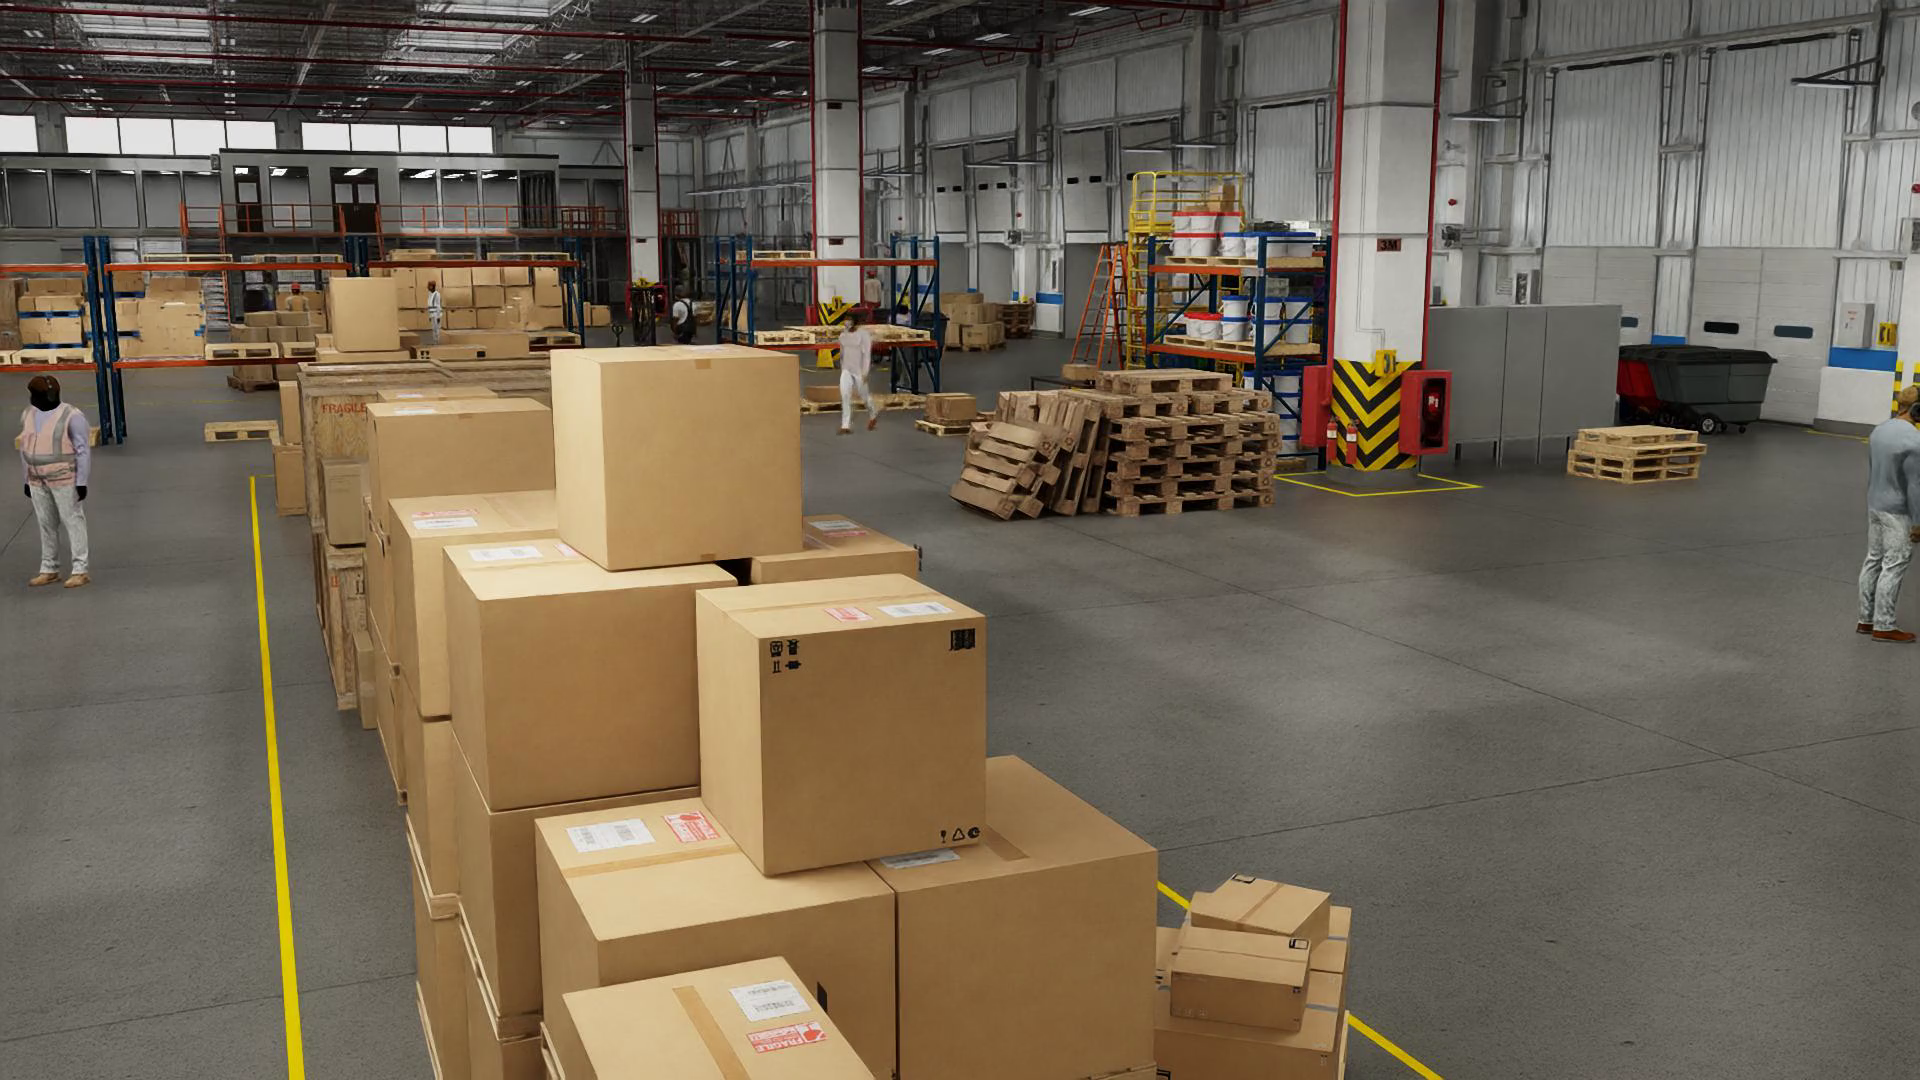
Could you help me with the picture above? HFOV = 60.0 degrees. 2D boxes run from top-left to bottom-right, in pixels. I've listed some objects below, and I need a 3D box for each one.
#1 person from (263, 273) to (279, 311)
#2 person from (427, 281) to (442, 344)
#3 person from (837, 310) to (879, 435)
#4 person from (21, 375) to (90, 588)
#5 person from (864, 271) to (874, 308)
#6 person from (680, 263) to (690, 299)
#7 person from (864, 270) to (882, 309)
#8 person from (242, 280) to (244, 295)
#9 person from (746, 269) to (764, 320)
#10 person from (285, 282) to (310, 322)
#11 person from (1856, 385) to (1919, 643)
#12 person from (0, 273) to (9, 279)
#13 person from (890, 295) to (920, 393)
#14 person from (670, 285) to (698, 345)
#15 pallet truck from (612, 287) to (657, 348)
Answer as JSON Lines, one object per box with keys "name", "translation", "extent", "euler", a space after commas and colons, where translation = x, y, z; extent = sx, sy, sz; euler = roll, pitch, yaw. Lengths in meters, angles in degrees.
{"name": "person", "translation": [-22.532, -7.806, 54.463], "extent": [0.800, 1.883, 0.605], "euler": [4, 11, 23]}
{"name": "person", "translation": [-14.052, -5.999, 44.535], "extent": [0.353, 1.877, 0.573], "euler": [-9, 14, -40]}
{"name": "person", "translation": [-1.576, -2.589, 25.633], "extent": [0.628, 1.916, 0.884], "euler": [6, 12, 29]}
{"name": "person", "translation": [-7.804, -0.501, 14.330], "extent": [0.619, 1.839, 0.430], "euler": [2, 11, 12]}
{"name": "person", "translation": [-3.217, -8.834, 60.302], "extent": [0.520, 1.830, 0.952], "euler": [-5, 12, -28]}
{"name": "person", "translation": [-12.915, -12.073, 78.090], "extent": [0.430, 1.845, 0.624], "euler": [4, 11, 20]}
{"name": "person", "translation": [-2.874, -7.868, 54.600], "extent": [0.615, 1.959, 0.889], "euler": [0, 10, -1]}
{"name": "person", "translation": [-30.426, -10.765, 70.803], "extent": [0.981, 1.851, 0.673], "euler": [-9, 14, -42]}
{"name": "person", "translation": [-7.554, -8.818, 60.038], "extent": [0.997, 1.895, 0.659], "euler": [-7, 13, -35]}
{"name": "person", "translation": [-16.063, -5.273, 40.353], "extent": [0.548, 1.934, 0.374], "euler": [-5, 12, -27]}
{"name": "person", "translation": [6.969, -0.192, 12.383], "extent": [0.384, 1.930, 0.634], "euler": [0, 10, -1]}
{"name": "person", "translation": [-30.527, -7.576, 53.154], "extent": [0.486, 1.903, 0.583], "euler": [1, 10, 3]}
{"name": "person", "translation": [-1.143, -3.858, 32.673], "extent": [0.580, 1.899, 0.907], "euler": [-8, 13, -37]}
{"name": "person", "translation": [-6.077, -4.678, 36.782], "extent": [0.973, 2.000, 0.681], "euler": [6, 12, 31]}
{"name": "pallet truck", "translation": [-6.464, -4.406, 35.401], "extent": [0.823, 1.965, 1.885], "euler": [6, 12, 32]}
